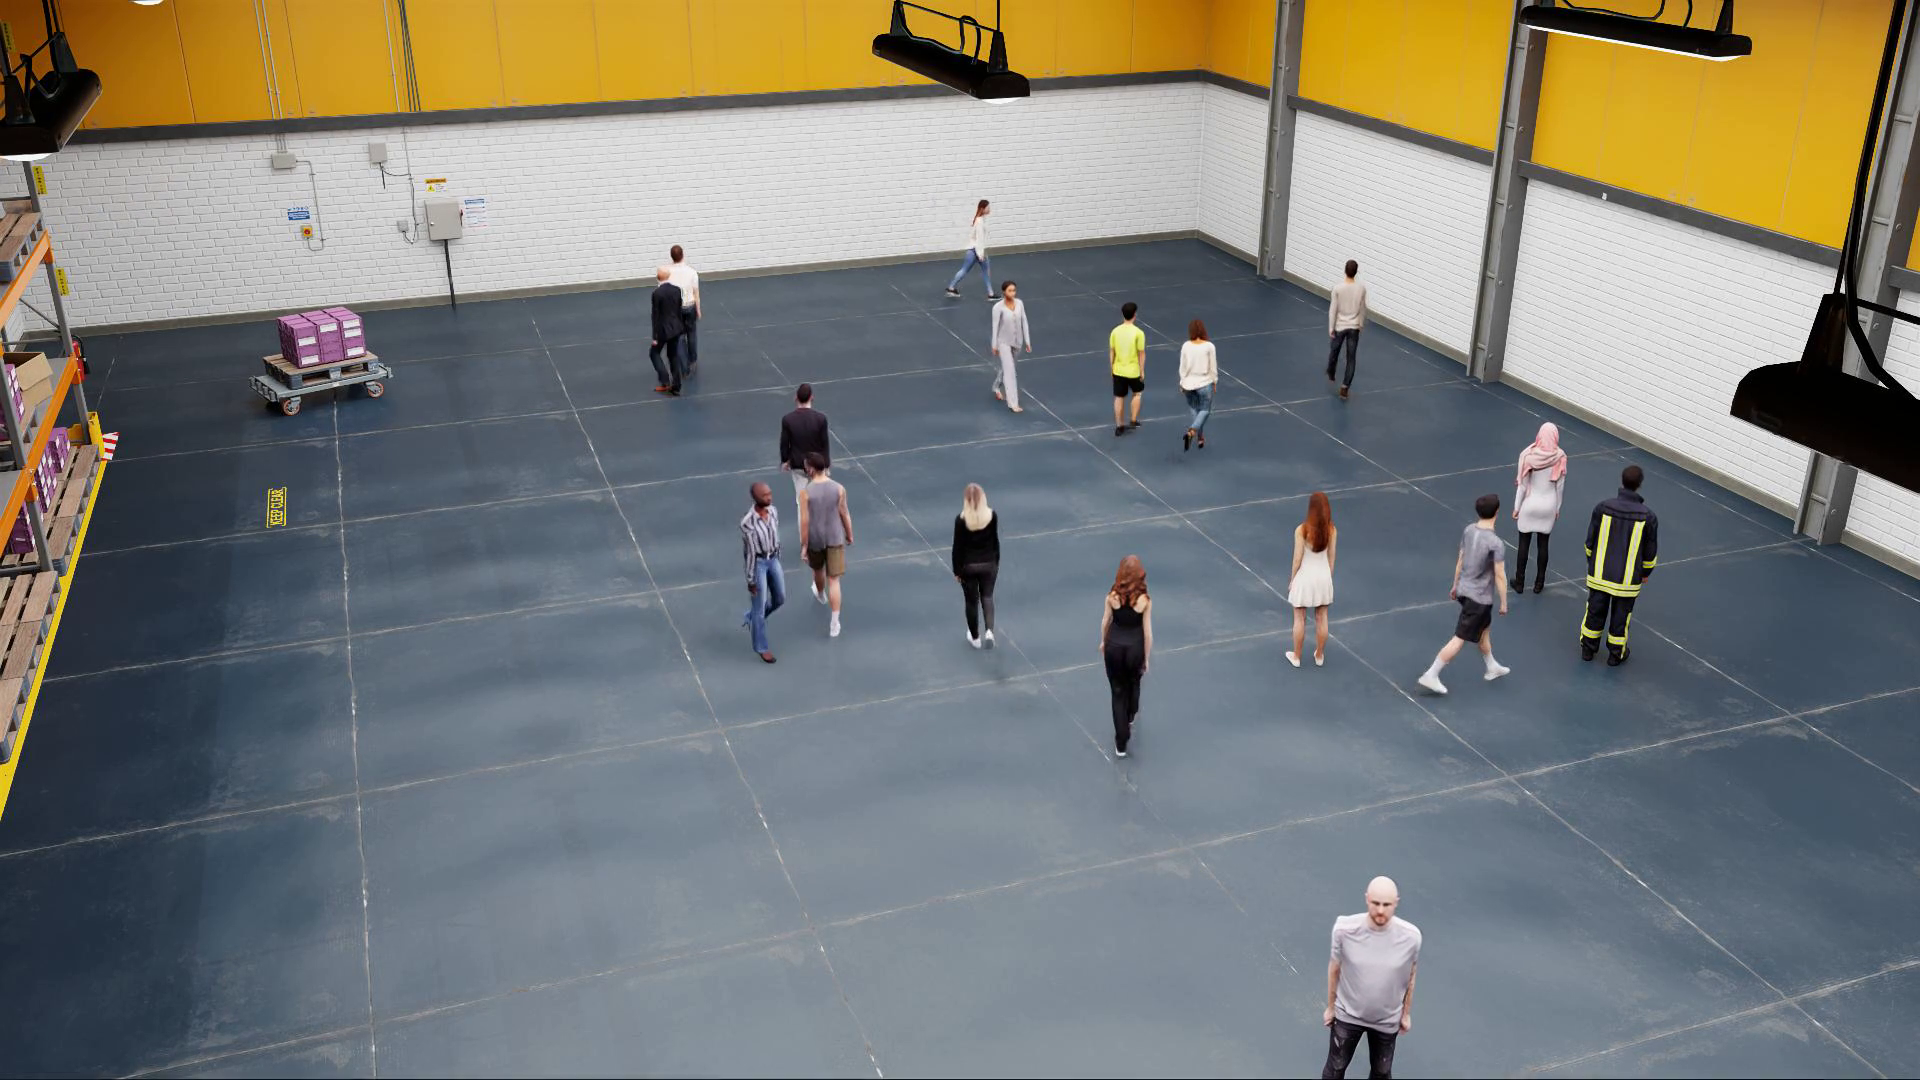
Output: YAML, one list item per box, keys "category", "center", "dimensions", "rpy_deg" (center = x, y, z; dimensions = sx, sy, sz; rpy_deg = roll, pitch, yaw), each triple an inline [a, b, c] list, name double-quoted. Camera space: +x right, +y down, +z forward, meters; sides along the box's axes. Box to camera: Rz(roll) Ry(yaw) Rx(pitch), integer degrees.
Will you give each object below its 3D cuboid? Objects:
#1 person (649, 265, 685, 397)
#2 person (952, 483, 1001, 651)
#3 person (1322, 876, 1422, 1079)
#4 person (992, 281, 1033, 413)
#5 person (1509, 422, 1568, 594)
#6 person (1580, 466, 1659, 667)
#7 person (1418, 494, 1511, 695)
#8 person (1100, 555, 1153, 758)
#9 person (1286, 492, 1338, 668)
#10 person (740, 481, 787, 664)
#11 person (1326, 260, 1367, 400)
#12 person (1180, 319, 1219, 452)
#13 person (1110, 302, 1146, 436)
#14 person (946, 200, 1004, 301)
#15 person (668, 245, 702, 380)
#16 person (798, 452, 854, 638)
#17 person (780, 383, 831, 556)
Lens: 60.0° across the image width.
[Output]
- category: "person"
  center: [-3.892, -2.785, 22.380]
  dimensions: [0.808, 1.781, 0.818]
  rpy_deg: [21, 31, 39]
- category: "person"
  center: [0.184, 0.296, 15.460]
  dimensions: [0.659, 1.679, 0.841]
  rpy_deg: [-6, 24, -13]
- category: "person"
  center: [2.374, 2.739, 9.679]
  dimensions: [0.749, 1.832, 0.755]
  rpy_deg: [4, 24, 8]
- category: "person"
  center: [0.611, -2.623, 22.102]
  dimensions: [0.803, 1.706, 1.174]
  rpy_deg: [-14, 27, -29]
- category: "person"
  center: [5.808, -0.325, 16.726]
  dimensions: [0.723, 1.803, 0.737]
  rpy_deg: [3, 24, 7]
- category: "person"
  center: [6.048, 0.230, 15.303]
  dimensions: [0.859, 1.926, 0.954]
  rpy_deg: [14, 27, 29]
- category: "person"
  center: [4.491, 0.514, 14.768]
  dimensions: [0.793, 1.834, 1.176]
  rpy_deg: [-6, 24, -13]
- category: "person"
  center: [1.364, 0.993, 13.824]
  dimensions: [0.855, 1.711, 1.081]
  rpy_deg: [2, 24, 4]
- category: "person"
  center: [3.238, 0.362, 15.274]
  dimensions: [0.614, 1.706, 0.614]
  rpy_deg: [-1, 24, -3]
- category: "person"
  center: [-1.909, 0.275, 15.377]
  dimensions: [0.881, 1.784, 0.821]
  rpy_deg: [15, 28, 30]
- category: "person"
  center: [5.215, -2.796, 22.355]
  dimensions: [0.987, 1.821, 1.238]
  rpy_deg: [2, 24, 5]
- category: "person"
  center: [2.895, -1.848, 20.409]
  dimensions: [0.986, 1.642, 1.034]
  rpy_deg: [14, 27, 28]
- category: "person"
  center: [2.090, -2.135, 20.998]
  dimensions: [0.827, 1.698, 0.886]
  rpy_deg: [10, 26, 22]
- category: "person"
  center: [0.182, -4.634, 26.802]
  dimensions: [1.146, 1.628, 1.202]
  rpy_deg: [5, 24, 12]
- category: "person"
  center: [-3.875, -3.143, 23.153]
  dimensions: [0.866, 1.818, 1.189]
  rpy_deg: [-3, 24, -6]
- category: "person"
  center: [-1.284, 0.075, 15.926]
  dimensions: [0.780, 1.771, 1.219]
  rpy_deg: [-5, 24, -12]
- category: "person"
  center: [-1.639, -0.720, 17.637]
  dimensions: [0.941, 1.796, 1.265]
  rpy_deg: [-1, 24, -1]
